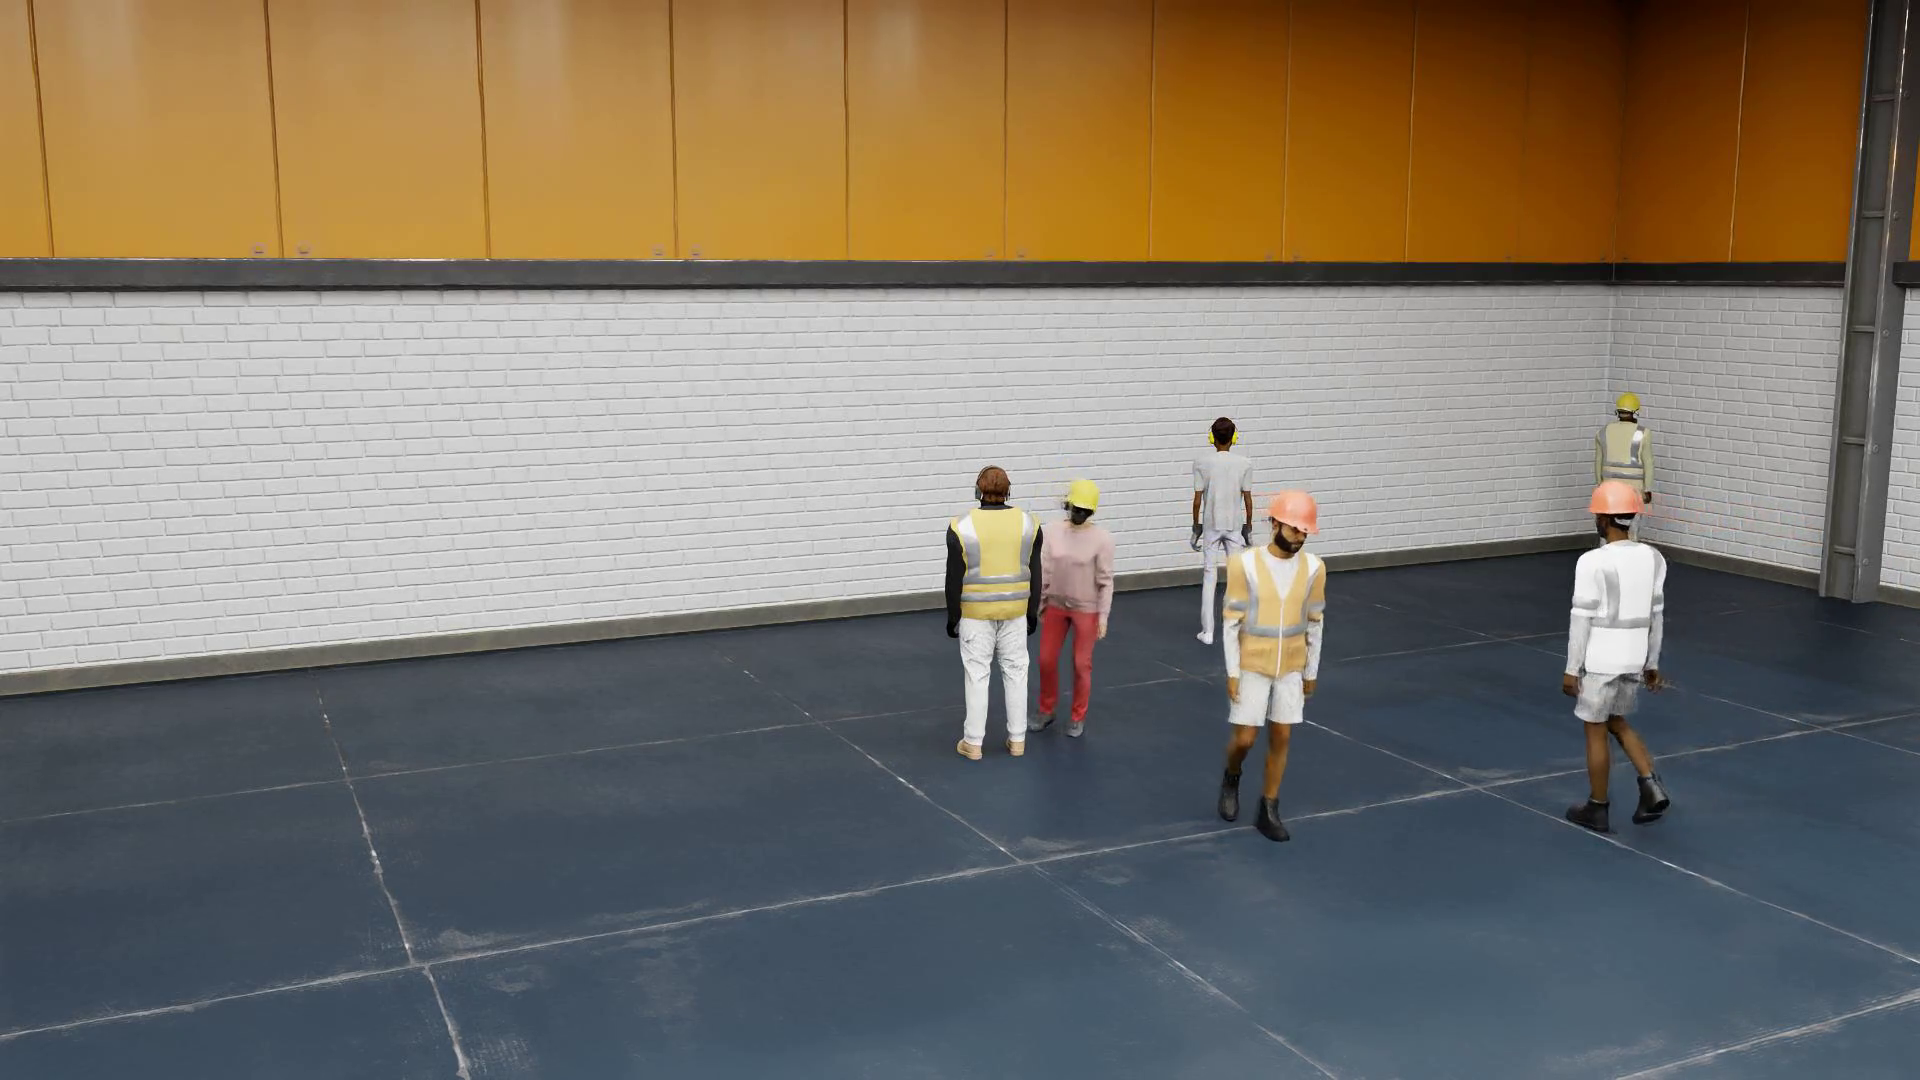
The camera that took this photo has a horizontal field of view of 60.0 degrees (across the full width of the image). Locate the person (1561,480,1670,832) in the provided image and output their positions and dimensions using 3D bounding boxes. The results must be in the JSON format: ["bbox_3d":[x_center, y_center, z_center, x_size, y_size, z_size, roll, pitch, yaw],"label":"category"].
[{"bbox_3d":[3.528,0.644,8.953,0.554,1.923,0.522,-4,10,-25],"label":"person"}]

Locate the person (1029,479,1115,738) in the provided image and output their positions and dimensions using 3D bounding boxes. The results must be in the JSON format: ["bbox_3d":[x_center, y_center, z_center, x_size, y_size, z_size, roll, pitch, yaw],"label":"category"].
[{"bbox_3d":[0.744,0.448,10.749,0.566,1.720,0.459,5,10,29],"label":"person"}]

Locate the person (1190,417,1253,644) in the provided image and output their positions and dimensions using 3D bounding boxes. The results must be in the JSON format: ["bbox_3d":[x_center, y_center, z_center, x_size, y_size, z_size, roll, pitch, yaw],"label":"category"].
[{"bbox_3d":[2.140,-0.074,13.579,0.508,1.865,0.329,1,9,5],"label":"person"}]

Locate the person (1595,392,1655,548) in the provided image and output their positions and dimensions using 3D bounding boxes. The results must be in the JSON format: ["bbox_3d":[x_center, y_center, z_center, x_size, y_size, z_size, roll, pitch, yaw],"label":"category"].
[{"bbox_3d":[6.679,-0.565,16.708,0.590,1.837,0.404,9,13,44],"label":"person"}]

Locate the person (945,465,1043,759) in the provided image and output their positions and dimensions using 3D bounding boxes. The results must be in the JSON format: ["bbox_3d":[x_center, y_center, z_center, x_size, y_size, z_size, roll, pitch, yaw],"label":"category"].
[{"bbox_3d":[0.202,0.451,10.387,0.625,1.844,0.429,-2,9,-15],"label":"person"}]

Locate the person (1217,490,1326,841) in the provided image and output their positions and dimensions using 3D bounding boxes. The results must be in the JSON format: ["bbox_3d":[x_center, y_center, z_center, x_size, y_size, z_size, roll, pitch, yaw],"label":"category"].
[{"bbox_3d":[1.661,0.662,8.874,0.569,1.905,0.589,-1,9,-8],"label":"person"}]
